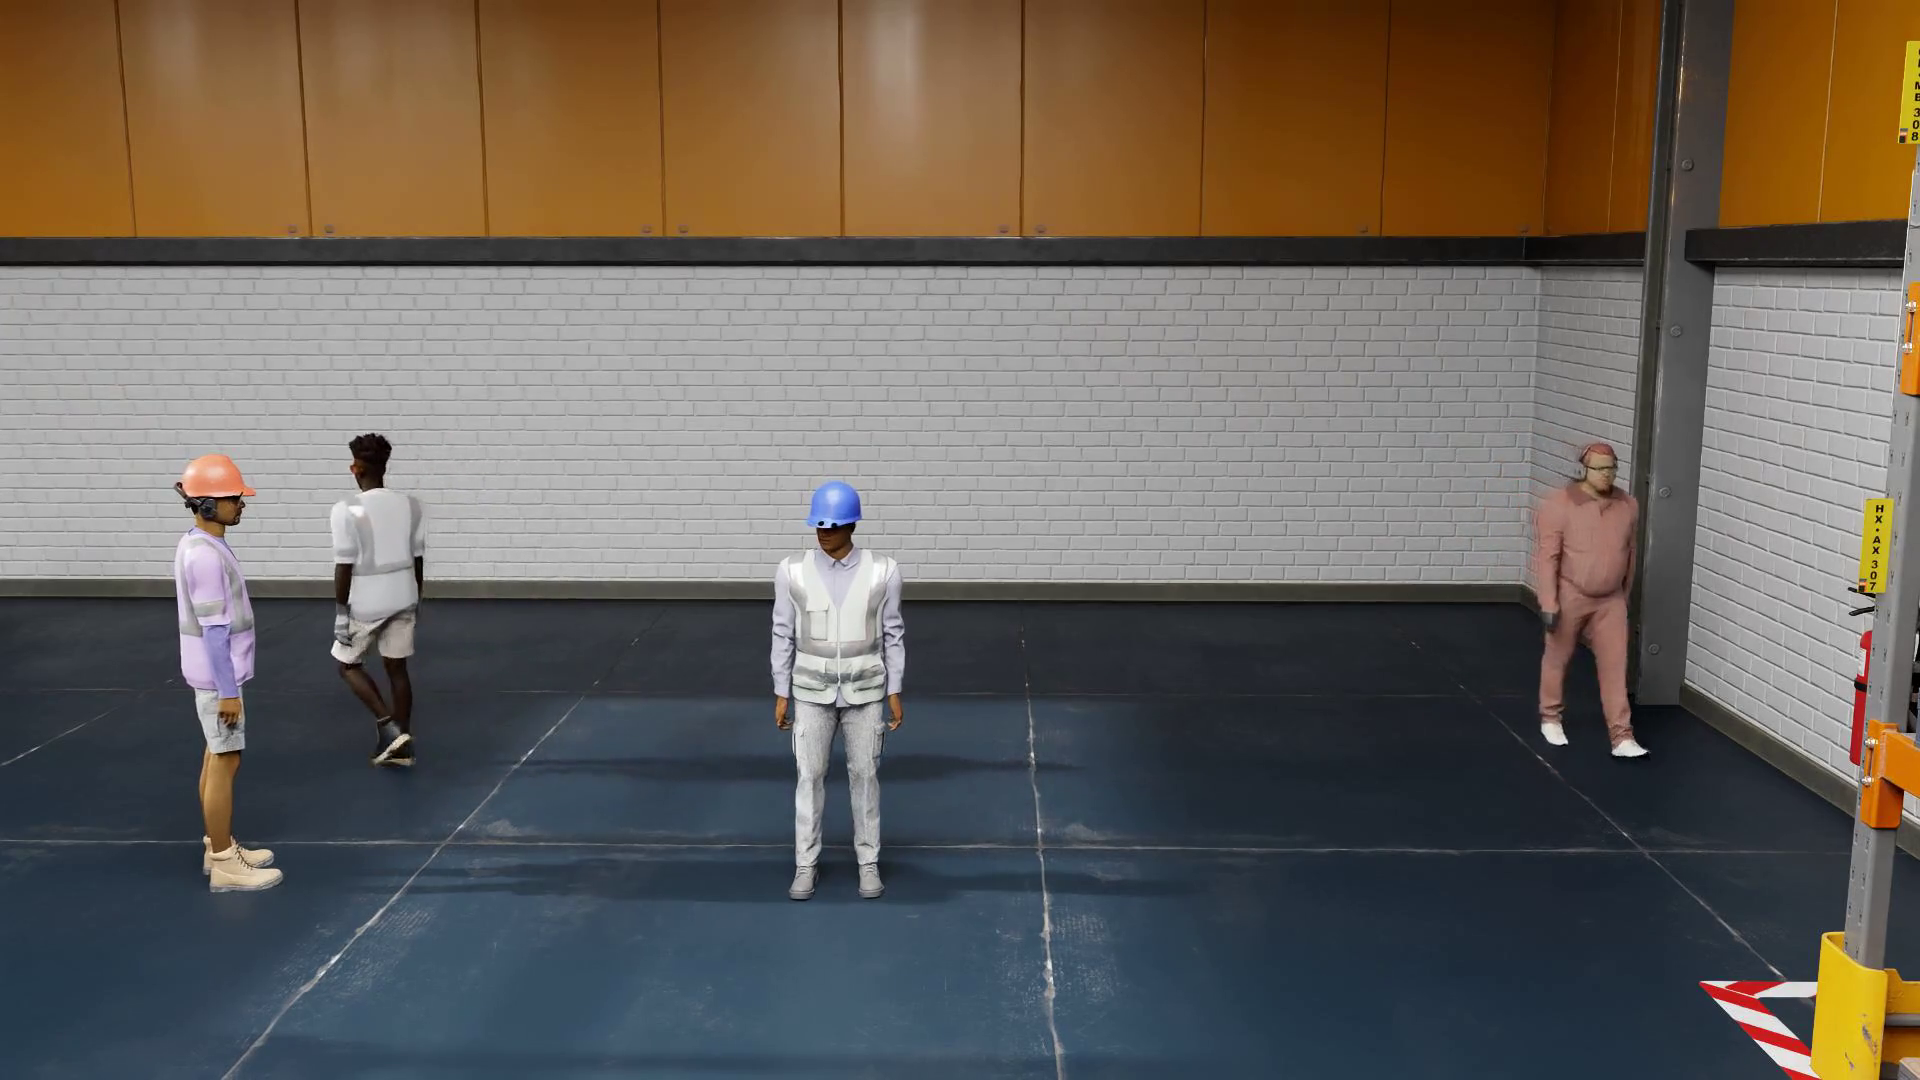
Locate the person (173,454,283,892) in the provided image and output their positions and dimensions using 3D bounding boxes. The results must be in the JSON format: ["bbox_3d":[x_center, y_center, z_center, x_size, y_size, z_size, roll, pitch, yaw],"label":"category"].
[{"bbox_3d":[-3.431,0.616,7.775,0.373,2.043,0.615,-5,11,-27],"label":"person"}]

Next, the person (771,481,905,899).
[{"bbox_3d":[-0.557,0.689,7.629,0.614,1.943,0.396,-1,9,-3],"label":"person"}]

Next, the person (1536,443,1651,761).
[{"bbox_3d":[3.733,0.369,9.792,0.670,1.862,0.946,-1,10,-7],"label":"person"}]

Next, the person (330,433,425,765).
[{"bbox_3d":[-3.350,0.358,9.590,0.418,1.949,0.630,7,11,34],"label":"person"}]
